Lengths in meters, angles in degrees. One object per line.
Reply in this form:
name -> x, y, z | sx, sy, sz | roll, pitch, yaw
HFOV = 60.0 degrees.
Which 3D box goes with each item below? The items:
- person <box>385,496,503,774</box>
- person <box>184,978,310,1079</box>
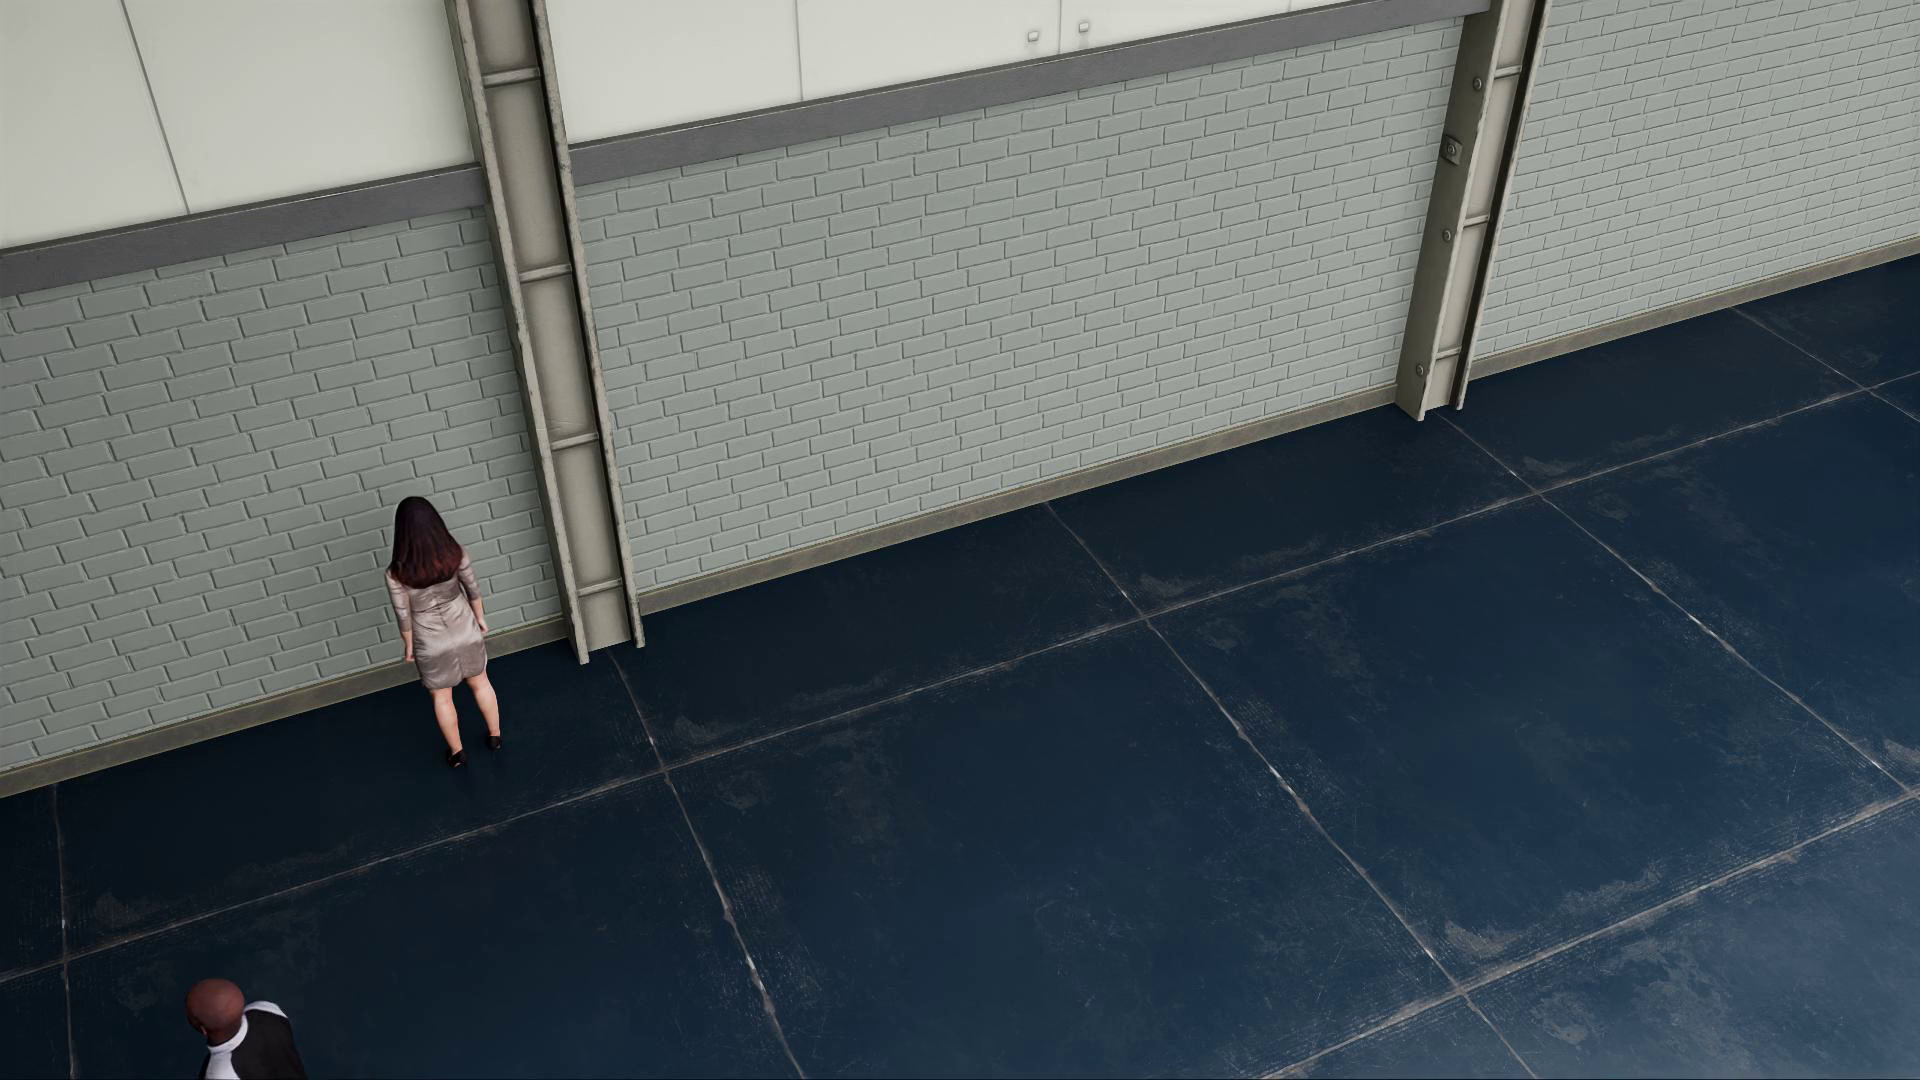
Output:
person -> -2.647, 0.502, 8.565 | 0.480, 1.747, 0.670 | -21, 43, -25
person -> -2.487, 2.268, 6.274 | 1.254, 1.787, 1.124 | 7, 39, 9
